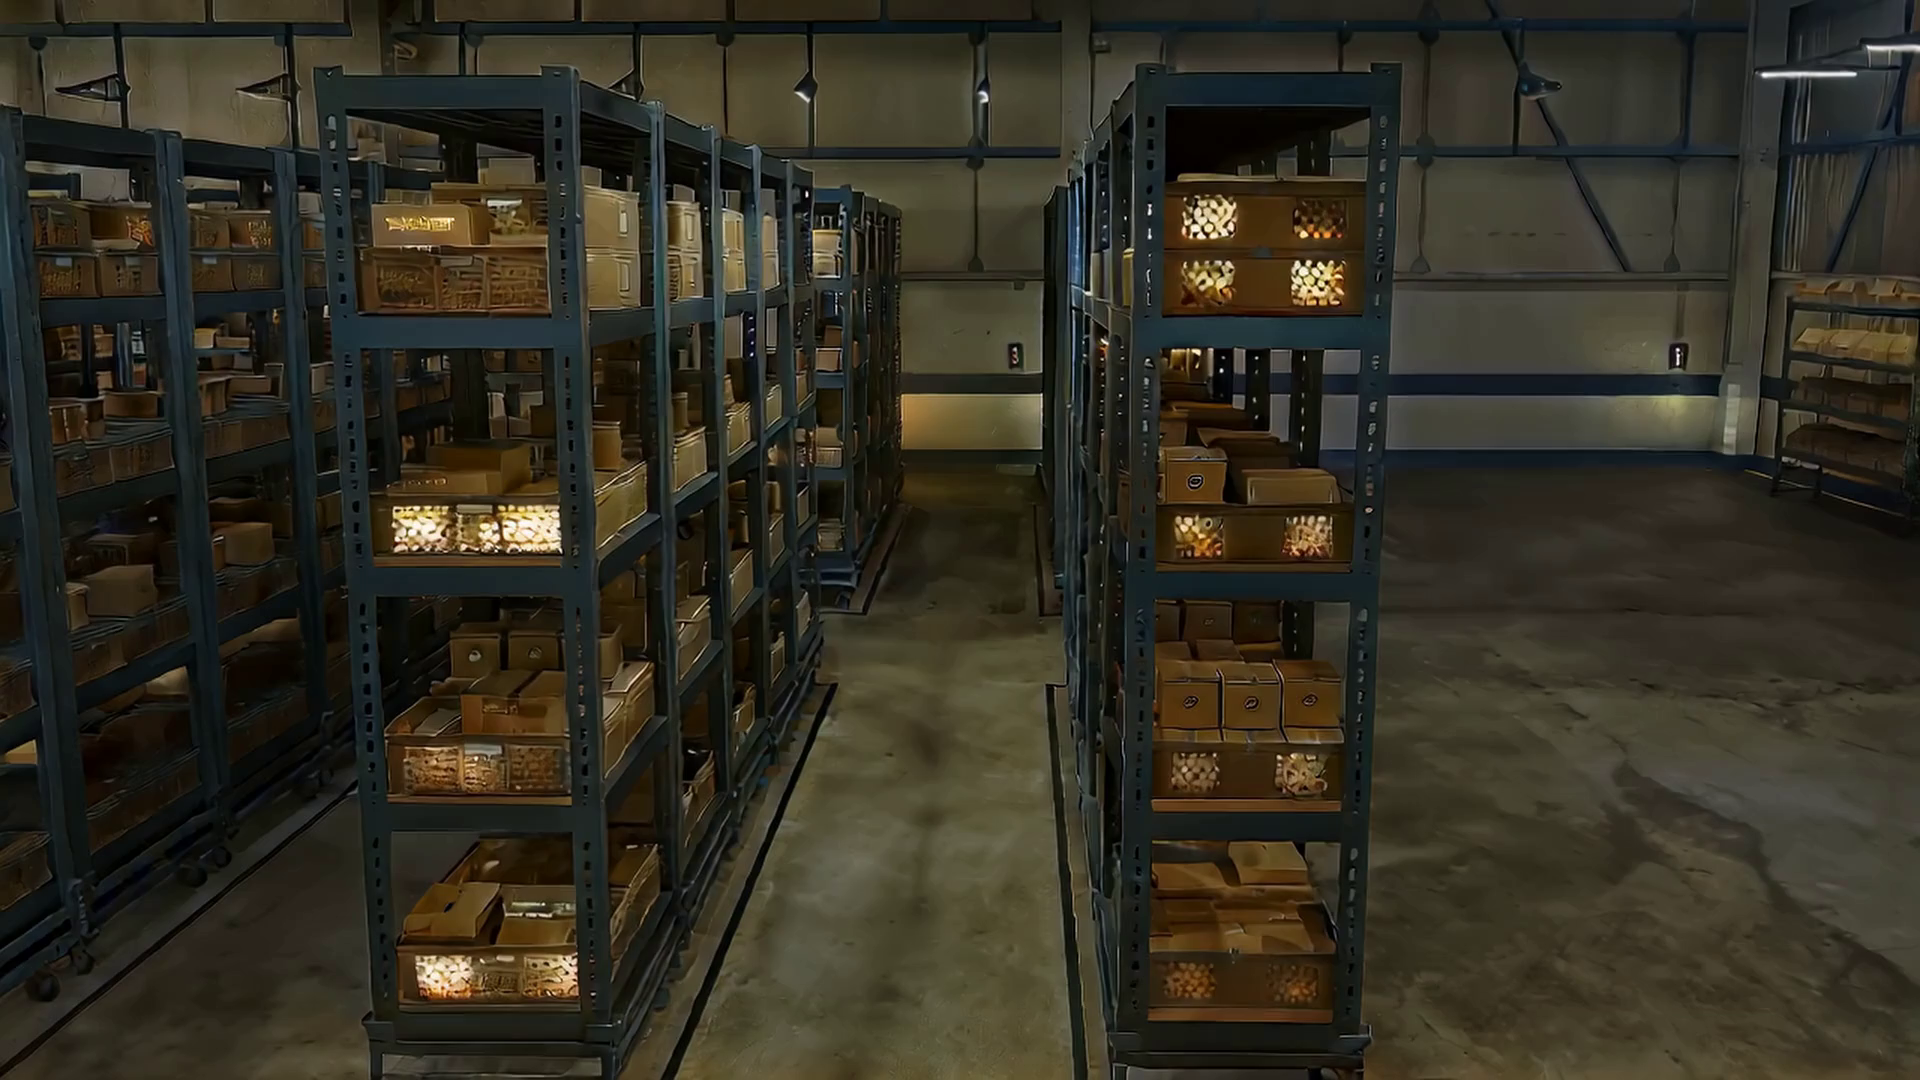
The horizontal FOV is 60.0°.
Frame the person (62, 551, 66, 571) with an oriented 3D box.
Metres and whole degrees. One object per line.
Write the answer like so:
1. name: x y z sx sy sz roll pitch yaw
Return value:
1. person: -7.895 -0.296 14.180 0.372 1.843 0.570 3 10 19
